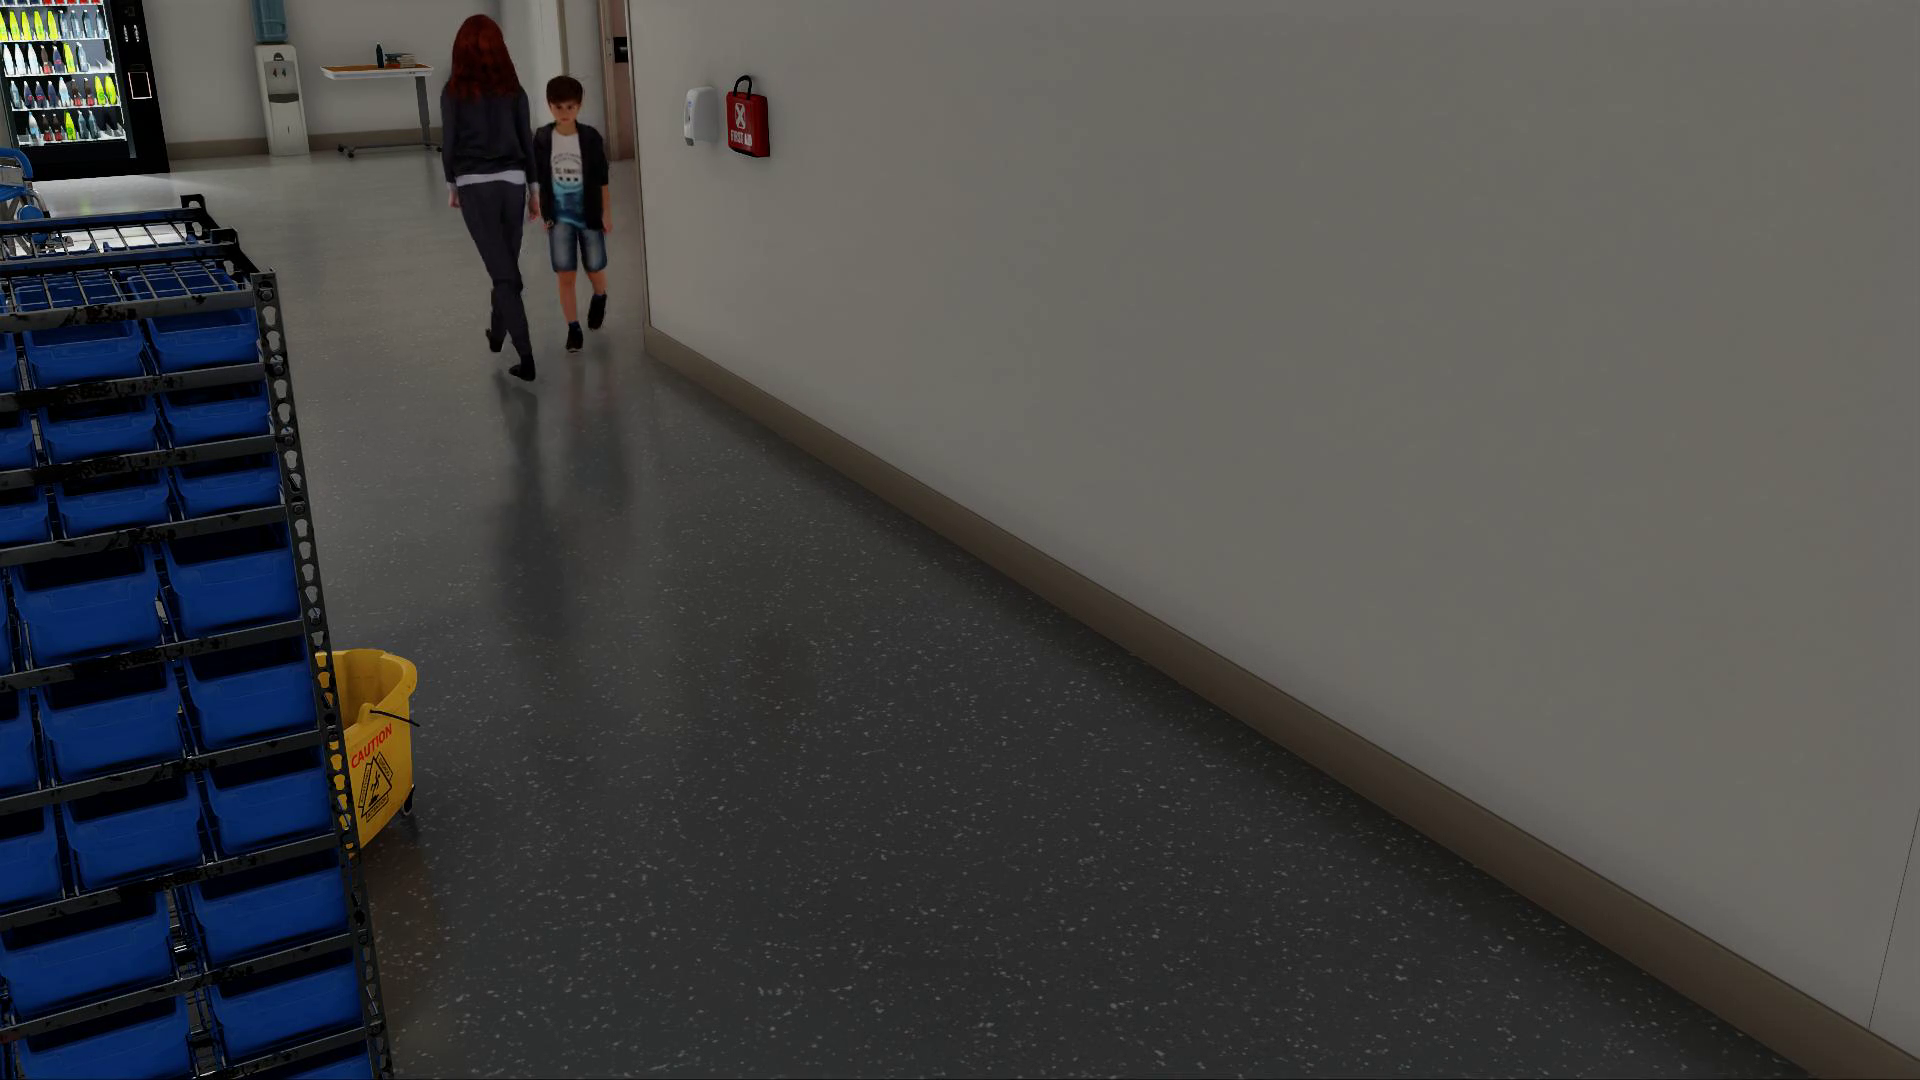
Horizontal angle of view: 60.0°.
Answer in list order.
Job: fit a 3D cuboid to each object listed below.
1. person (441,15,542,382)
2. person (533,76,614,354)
[{"bbox_3d":[-2.260,-1.624,8.161,0.951,1.739,0.643,-12,24,-29],"label":"person"},{"bbox_3d":[-2.057,-1.753,8.942,0.894,1.427,0.818,-2,21,-5],"label":"person"}]
